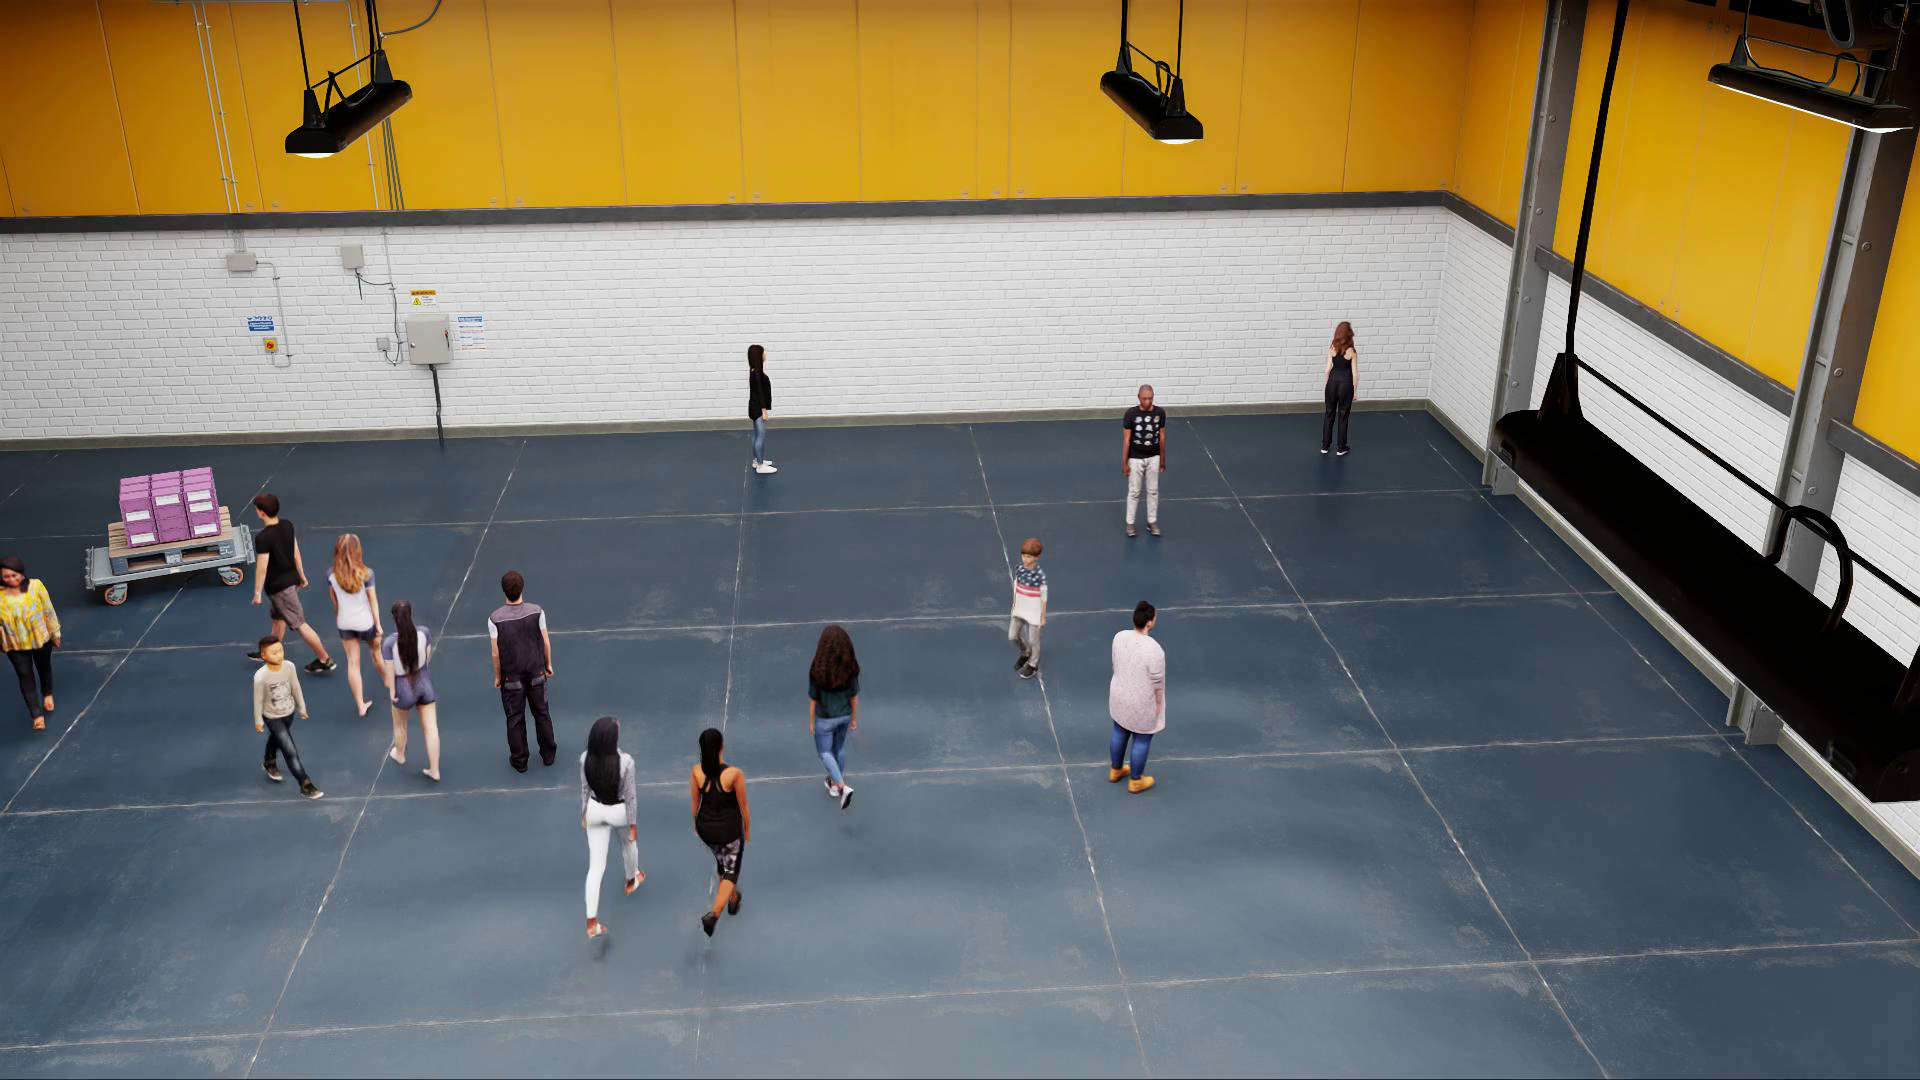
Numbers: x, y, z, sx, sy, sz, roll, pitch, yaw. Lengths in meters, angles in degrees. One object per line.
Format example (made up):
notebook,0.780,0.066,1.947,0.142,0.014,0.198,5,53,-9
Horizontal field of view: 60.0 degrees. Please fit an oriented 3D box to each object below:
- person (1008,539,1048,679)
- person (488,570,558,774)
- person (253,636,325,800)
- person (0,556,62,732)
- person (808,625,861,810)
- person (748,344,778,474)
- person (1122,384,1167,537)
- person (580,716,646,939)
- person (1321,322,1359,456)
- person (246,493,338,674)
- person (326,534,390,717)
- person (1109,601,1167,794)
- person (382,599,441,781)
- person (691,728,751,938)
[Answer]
person,0.691,0.625,15.898,0.648,1.431,0.700,16,28,33
person,-3.751,1.117,14.252,0.734,1.849,0.702,-11,26,-24
person,-5.778,1.457,13.998,0.993,1.428,1.041,13,27,28
person,-8.440,0.881,15.081,0.956,1.617,1.133,-13,27,-27
person,-1.029,1.487,13.710,0.764,1.604,0.975,-10,25,-21
person,-2.525,-1.661,20.860,0.664,1.645,0.519,-7,25,-16
person,2.098,-0.931,18.995,0.666,1.802,0.618,-4,24,-8
person,-2.592,2.117,12.177,0.820,1.677,1.280,3,24,7
person,4.882,-1.959,21.415,0.672,1.746,0.686,12,26,25
person,-6.357,0.455,15.804,0.948,1.817,1.201,4,24,9
person,-5.514,0.810,15.140,0.661,1.699,0.965,0,24,-1
person,1.465,1.301,13.962,0.782,1.744,0.856,22,32,40
person,-4.587,1.307,14.093,0.869,1.626,0.991,-17,29,-34
person,-1.766,2.150,12.139,0.786,1.648,1.038,5,24,11
